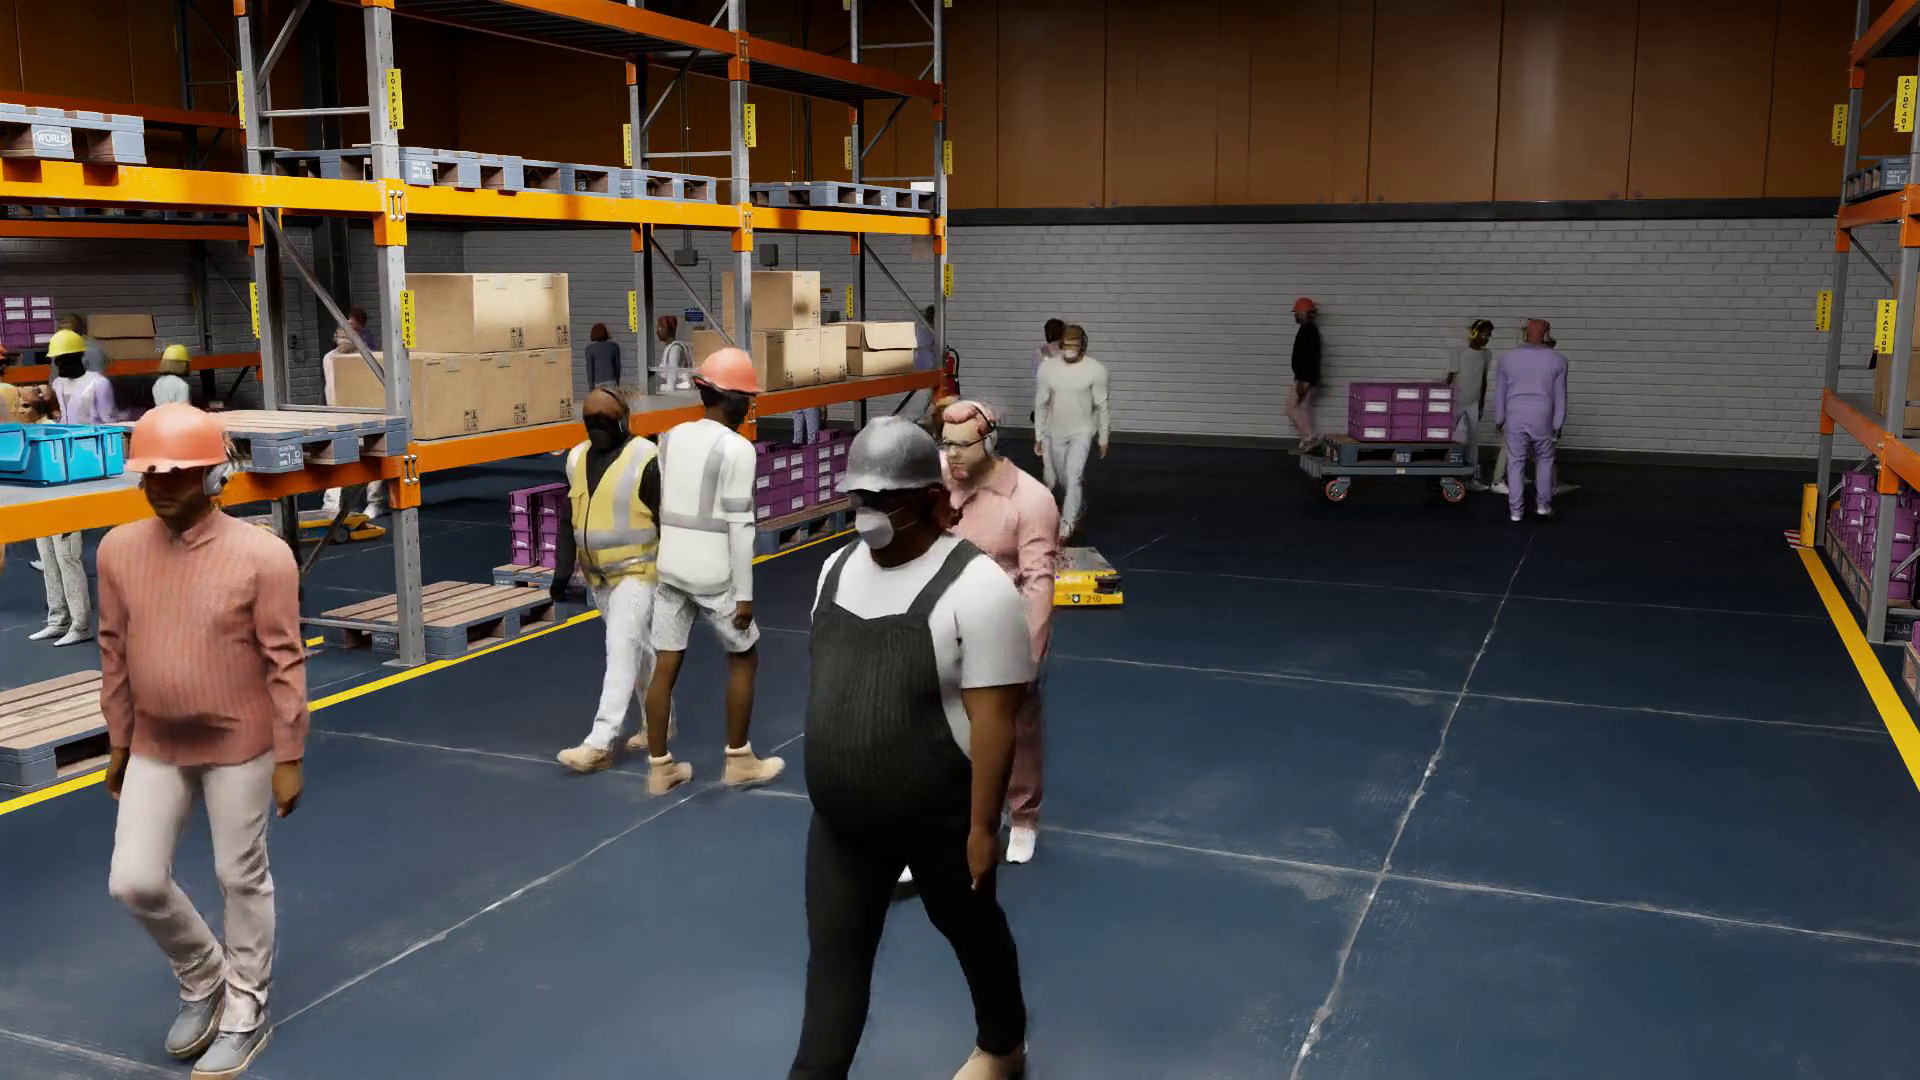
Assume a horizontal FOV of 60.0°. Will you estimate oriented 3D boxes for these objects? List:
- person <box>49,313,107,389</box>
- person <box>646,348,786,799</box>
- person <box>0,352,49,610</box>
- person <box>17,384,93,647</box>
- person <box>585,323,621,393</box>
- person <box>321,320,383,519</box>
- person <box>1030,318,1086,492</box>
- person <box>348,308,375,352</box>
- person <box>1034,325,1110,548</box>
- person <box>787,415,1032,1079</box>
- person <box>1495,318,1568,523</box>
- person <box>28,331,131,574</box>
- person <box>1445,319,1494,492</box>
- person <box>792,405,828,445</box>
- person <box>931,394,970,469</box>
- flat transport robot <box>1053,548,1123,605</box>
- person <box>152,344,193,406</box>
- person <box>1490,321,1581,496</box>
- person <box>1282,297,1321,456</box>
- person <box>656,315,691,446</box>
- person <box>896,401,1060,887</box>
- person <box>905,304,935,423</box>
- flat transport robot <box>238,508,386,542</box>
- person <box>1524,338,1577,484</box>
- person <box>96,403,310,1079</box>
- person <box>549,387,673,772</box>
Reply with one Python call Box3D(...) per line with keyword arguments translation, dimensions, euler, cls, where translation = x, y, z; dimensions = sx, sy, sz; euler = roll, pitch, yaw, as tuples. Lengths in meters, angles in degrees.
Box3D(translation=(-8.999, -1.377, 17.052), dimensions=(0.646, 1.896, 1.003), euler=(4, 10, 20), cls="person")
Box3D(translation=(-1.111, 0.159, 7.426), dimensions=(0.604, 2.005, 0.652), euler=(8, 12, 39), cls="person")
Box3D(translation=(-6.506, -0.424, 11.396), dimensions=(1.034, 1.853, 0.612), euler=(2, 10, 12), cls="person")
Box3D(translation=(-5.671, -0.154, 10.395), dimensions=(0.523, 1.636, 0.311), euler=(7, 12, 37), cls="person")
Box3D(translation=(-4.843, -2.161, 22.688), dimensions=(0.507, 1.593, 0.848), euler=(-5, 11, -27), cls="person")
Box3D(translation=(-5.649, -1.071, 15.263), dimensions=(0.673, 1.864, 0.886), euler=(3, 10, 19), cls="person")
Box3D(translation=(1.027, -1.395, 17.356), dimensions=(0.627, 1.827, 0.550), euler=(-5, 11, -29), cls="person")
Box3D(translation=(-7.577, -2.021, 21.128), dimensions=(0.411, 1.856, 0.568), euler=(-3, 10, -19), cls="person")
Box3D(translation=(0.984, -0.888, 14.129), dimensions=(0.645, 1.895, 0.963), euler=(4, 10, 25), cls="person")
Box3D(translation=(-0.141, 0.623, 4.468), dimensions=(0.688, 2.000, 1.002), euler=(6, 11, 34), cls="person")
Box3D(translation=(5.313, -1.112, 15.480), dimensions=(0.650, 1.878, 0.820), euler=(4, 10, 24), cls="person")
Box3D(translation=(-6.715, -0.646, 12.653), dimensions=(0.588, 1.867, 1.017), euler=(6, 11, 31), cls="person")
Box3D(translation=(5.343, -1.444, 17.703), dimensions=(0.608, 1.817, 0.962), euler=(-2, 10, -10), cls="person")
Box3D(translation=(-1.606, -1.427, 17.715), dimensions=(0.523, 1.769, 0.324), euler=(8, 13, 41), cls="person")
Box3D(translation=(-0.057, 0.233, 7.600), dimensions=(0.513, 1.798, 0.986), euler=(8, 12, 41), cls="person")
Box3D(translation=(0.742, 0.244, 12.113), dimensions=(0.652, 0.197, 1.431), euler=(-1, 9, -5), cls="flat transport robot")
Box3D(translation=(-6.831, -0.858, 14.513), dimensions=(0.492, 1.680, 0.942), euler=(5, 11, 29), cls="person")
Box3D(translation=(5.893, -1.338, 17.021), dimensions=(0.528, 1.821, 0.978), euler=(-9, 13, -42), cls="person")
Box3D(translation=(4.256, -2.018, 20.660), dimensions=(0.440, 1.974, 0.644), euler=(5, 11, 27), cls="person")
Box3D(translation=(-3.034, -1.522, 18.102), dimensions=(0.961, 1.848, 0.582), euler=(-4, 10, -21), cls="person")
Box3D(translation=(0.063, 0.402, 6.354), dimensions=(0.670, 1.851, 0.959), euler=(5, 10, 26), cls="person")
Box3D(translation=(-0.431, -1.965, 20.614), dimensions=(0.985, 1.902, 0.632), euler=(2, 10, 10), cls="person")
Box3D(translation=(-5.715, -0.093, 14.151), dimensions=(1.431, 0.197, 0.652), euler=(-9, 13, -42), cls="flat transport robot")
Box3D(translation=(6.296, -1.367, 17.850), dimensions=(0.802, 1.603, 0.522), euler=(7, 12, 36), cls="person")
Box3D(translation=(-2.195, 0.594, 4.808), dimensions=(0.642, 1.982, 0.435), euler=(1, 9, 4), cls="person")
Box3D(translation=(-1.670, 0.180, 7.911), dimensions=(0.635, 1.794, 0.860), euler=(7, 12, 36), cls="person")
